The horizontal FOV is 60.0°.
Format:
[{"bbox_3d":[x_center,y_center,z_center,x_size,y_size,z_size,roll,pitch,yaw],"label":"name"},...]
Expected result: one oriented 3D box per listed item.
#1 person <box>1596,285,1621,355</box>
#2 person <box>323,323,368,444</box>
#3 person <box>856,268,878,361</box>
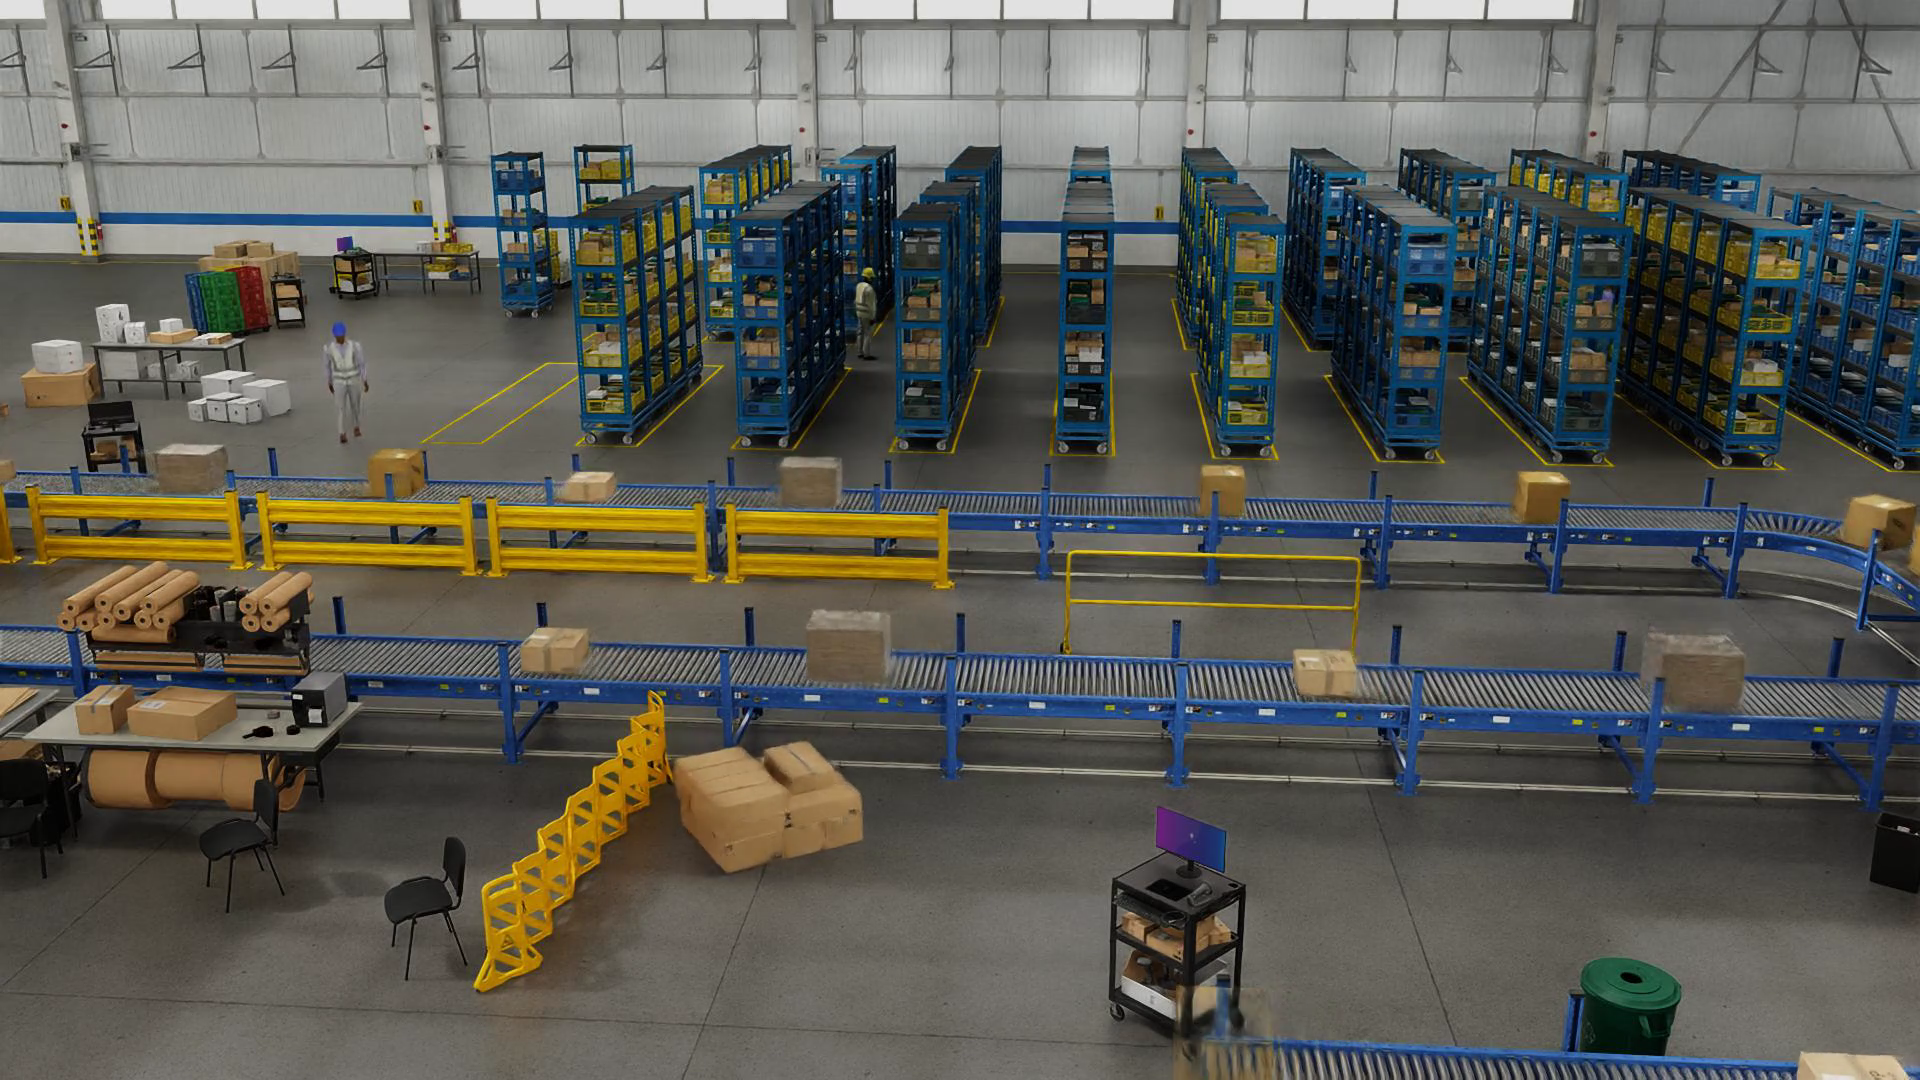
[{"bbox_3d":[12.280,-4.056,31.453,0.446,1.816,0.589,-2,18,-6],"label":"person"},{"bbox_3d":[-9.721,-2.498,26.383,0.625,1.892,1.000,-6,19,-20],"label":"person"},{"bbox_3d":[-1.816,-4.430,32.645,0.408,1.824,0.586,-10,20,-29],"label":"person"}]
